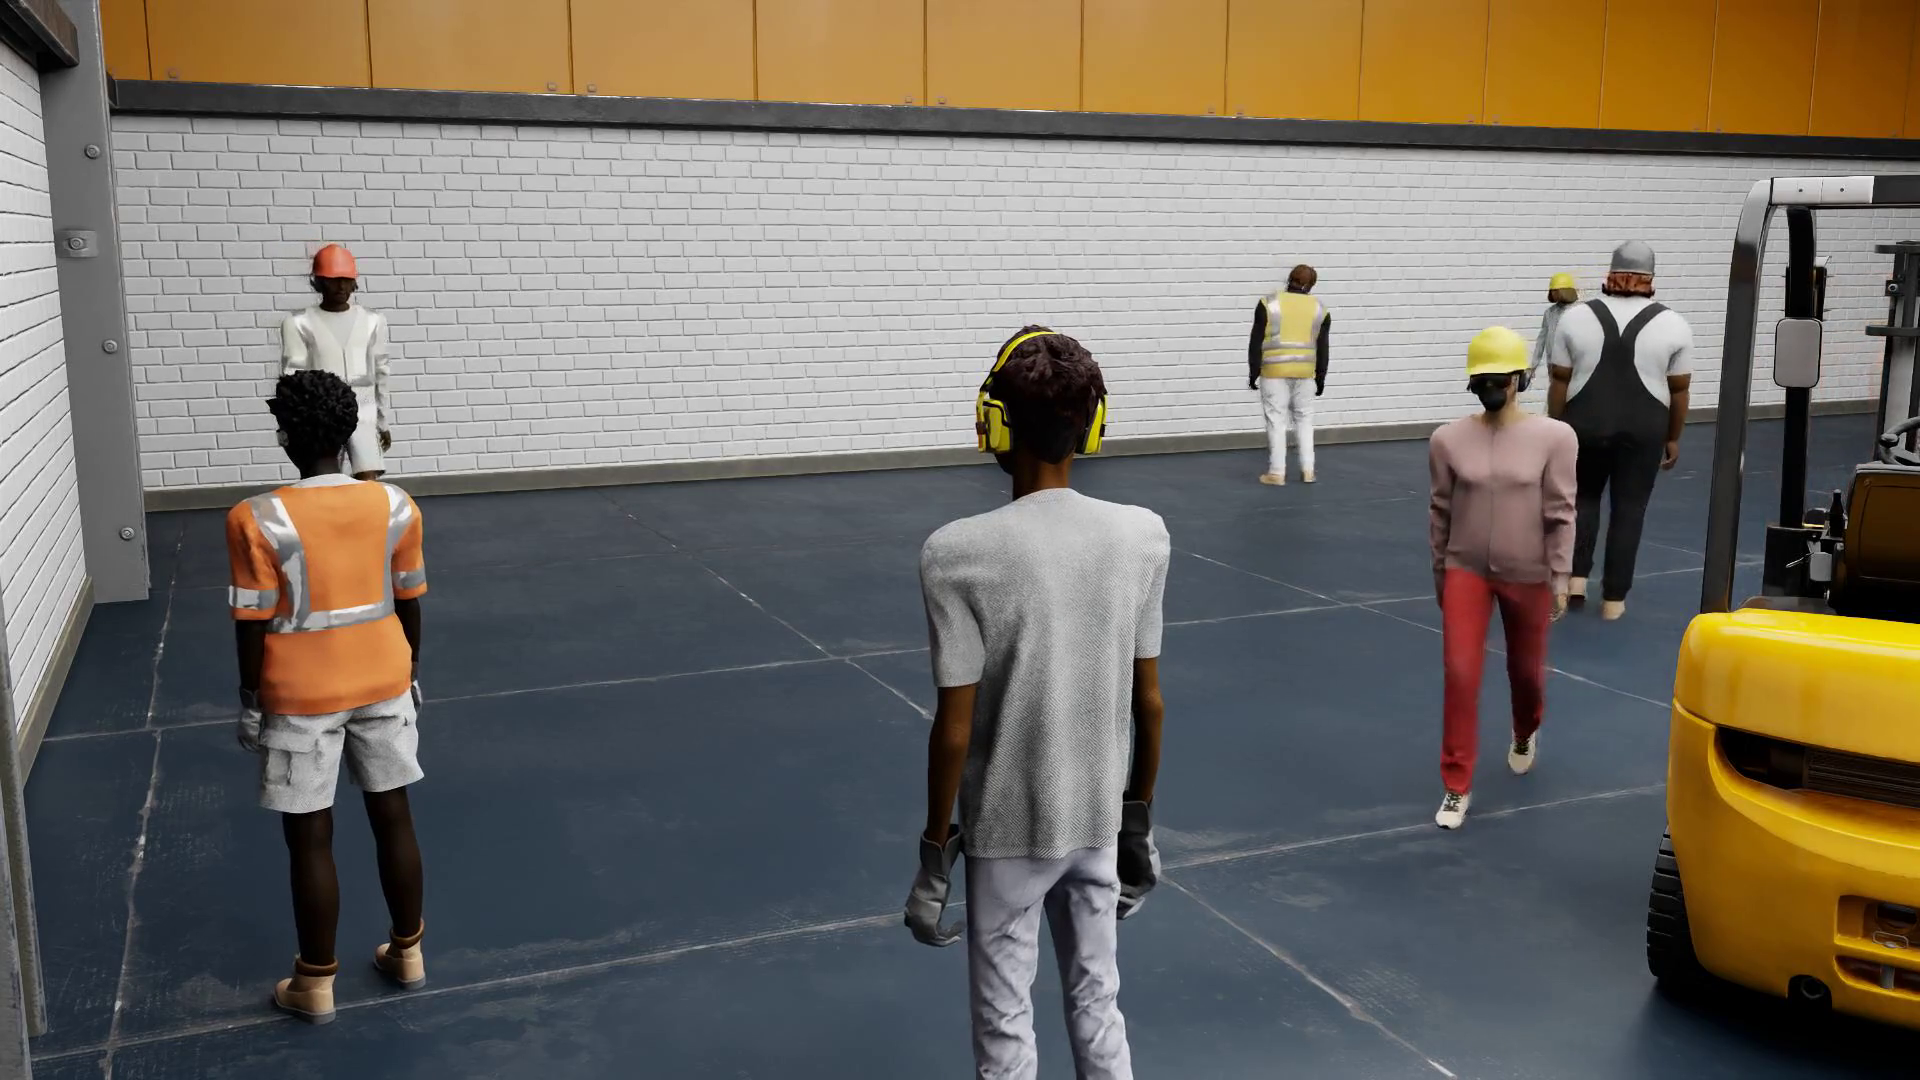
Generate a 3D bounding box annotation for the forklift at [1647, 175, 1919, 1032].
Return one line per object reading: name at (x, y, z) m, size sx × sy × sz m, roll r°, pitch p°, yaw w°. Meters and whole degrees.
forklift at (2.810, 0.094, 4.662) m, size 1.214 × 2.155 × 2.313 m, roll 7°, pitch 12°, yaw 34°

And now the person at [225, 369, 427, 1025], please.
person at (-1.635, 0.402, 4.354) m, size 0.318 × 1.691 × 0.532 m, roll 9°, pitch 13°, yaw 40°

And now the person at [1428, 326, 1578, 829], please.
person at (1.928, 0.095, 5.939) m, size 0.520 × 1.732 × 0.826 m, roll 5°, pitch 11°, yaw 24°

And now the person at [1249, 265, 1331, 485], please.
person at (2.708, -1.347, 13.696) m, size 0.670 × 1.816 × 0.432 m, roll -1°, pitch 10°, yaw -7°

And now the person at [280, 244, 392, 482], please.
person at (-3.628, -0.718, 9.710) m, size 0.626 × 1.995 × 1.039 m, roll -7°, pitch 12°, yaw -33°

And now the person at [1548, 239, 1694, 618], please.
person at (3.540, -0.609, 8.958) m, size 0.723 × 2.000 × 0.587 m, roll 5°, pitch 11°, yaw 25°

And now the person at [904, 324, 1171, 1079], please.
person at (0.139, 0.548, 3.052) m, size 0.521 × 1.871 × 0.325 m, roll -6°, pitch 12°, yaw -28°

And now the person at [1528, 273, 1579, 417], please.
person at (5.571, -1.646, 15.607) m, size 0.900 × 1.690 × 0.510 m, roll -4°, pitch 11°, yaw -21°
